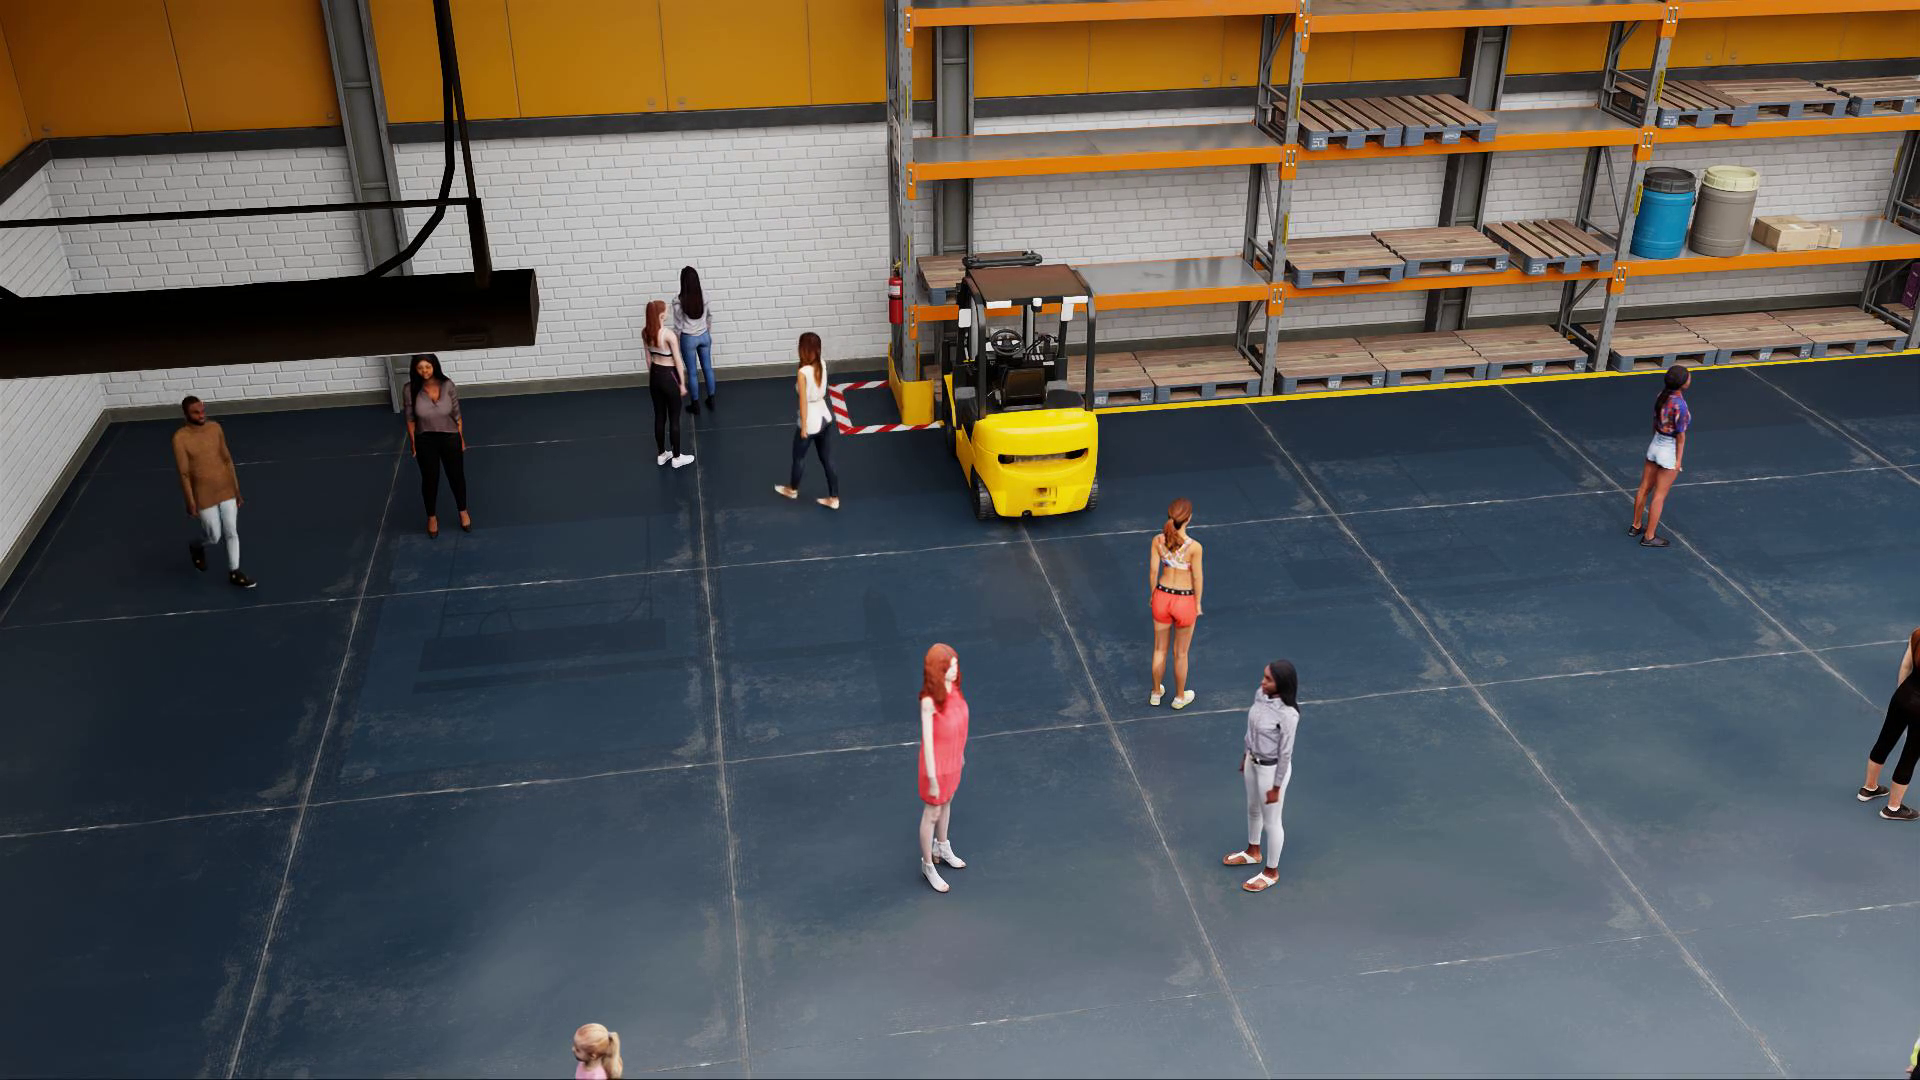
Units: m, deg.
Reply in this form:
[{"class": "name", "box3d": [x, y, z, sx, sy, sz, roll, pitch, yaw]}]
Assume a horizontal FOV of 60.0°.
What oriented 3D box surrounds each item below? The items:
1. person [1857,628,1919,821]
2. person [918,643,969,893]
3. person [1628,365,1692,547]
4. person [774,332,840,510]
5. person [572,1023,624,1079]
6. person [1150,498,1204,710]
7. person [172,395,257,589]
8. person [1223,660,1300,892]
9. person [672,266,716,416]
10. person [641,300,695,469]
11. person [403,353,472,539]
[{"class": "person", "box3d": [6.664, 1.159, 11.609, 0.519, 1.726, 0.573, -7, 29, -13]}, {"class": "person", "box3d": [-0.128, 1.470, 10.933, 0.693, 1.828, 0.667, 13, 31, 23]}, {"class": "person", "box3d": [6.404, -0.781, 15.149, 0.517, 1.743, 0.592, -6, 29, -11]}, {"class": "person", "box3d": [-1.300, -1.084, 15.684, 1.015, 1.763, 0.953, 18, 33, 29]}, {"class": "person", "box3d": [-1.878, 3.010, 8.691, 0.547, 1.271, 0.516, -10, 30, -17]}, {"class": "person", "box3d": [1.643, 0.492, 12.763, 0.660, 1.791, 0.736, 13, 31, 22]}, {"class": "person", "box3d": [-6.545, -0.429, 14.441, 1.013, 1.803, 0.950, 19, 34, 31]}, {"class": "person", "box3d": [2.021, 1.519, 10.951, 0.572, 1.725, 0.628, -10, 30, -17]}, {"class": "person", "box3d": [-2.819, -2.137, 17.750, 0.610, 1.633, 0.737, -21, 35, -33]}, {"class": "person", "box3d": [-2.950, -1.559, 16.579, 0.653, 1.740, 0.726, 16, 33, 27]}, {"class": "person", "box3d": [-4.789, -0.895, 15.256, 0.609, 1.841, 0.761, -12, 31, -21]}]
